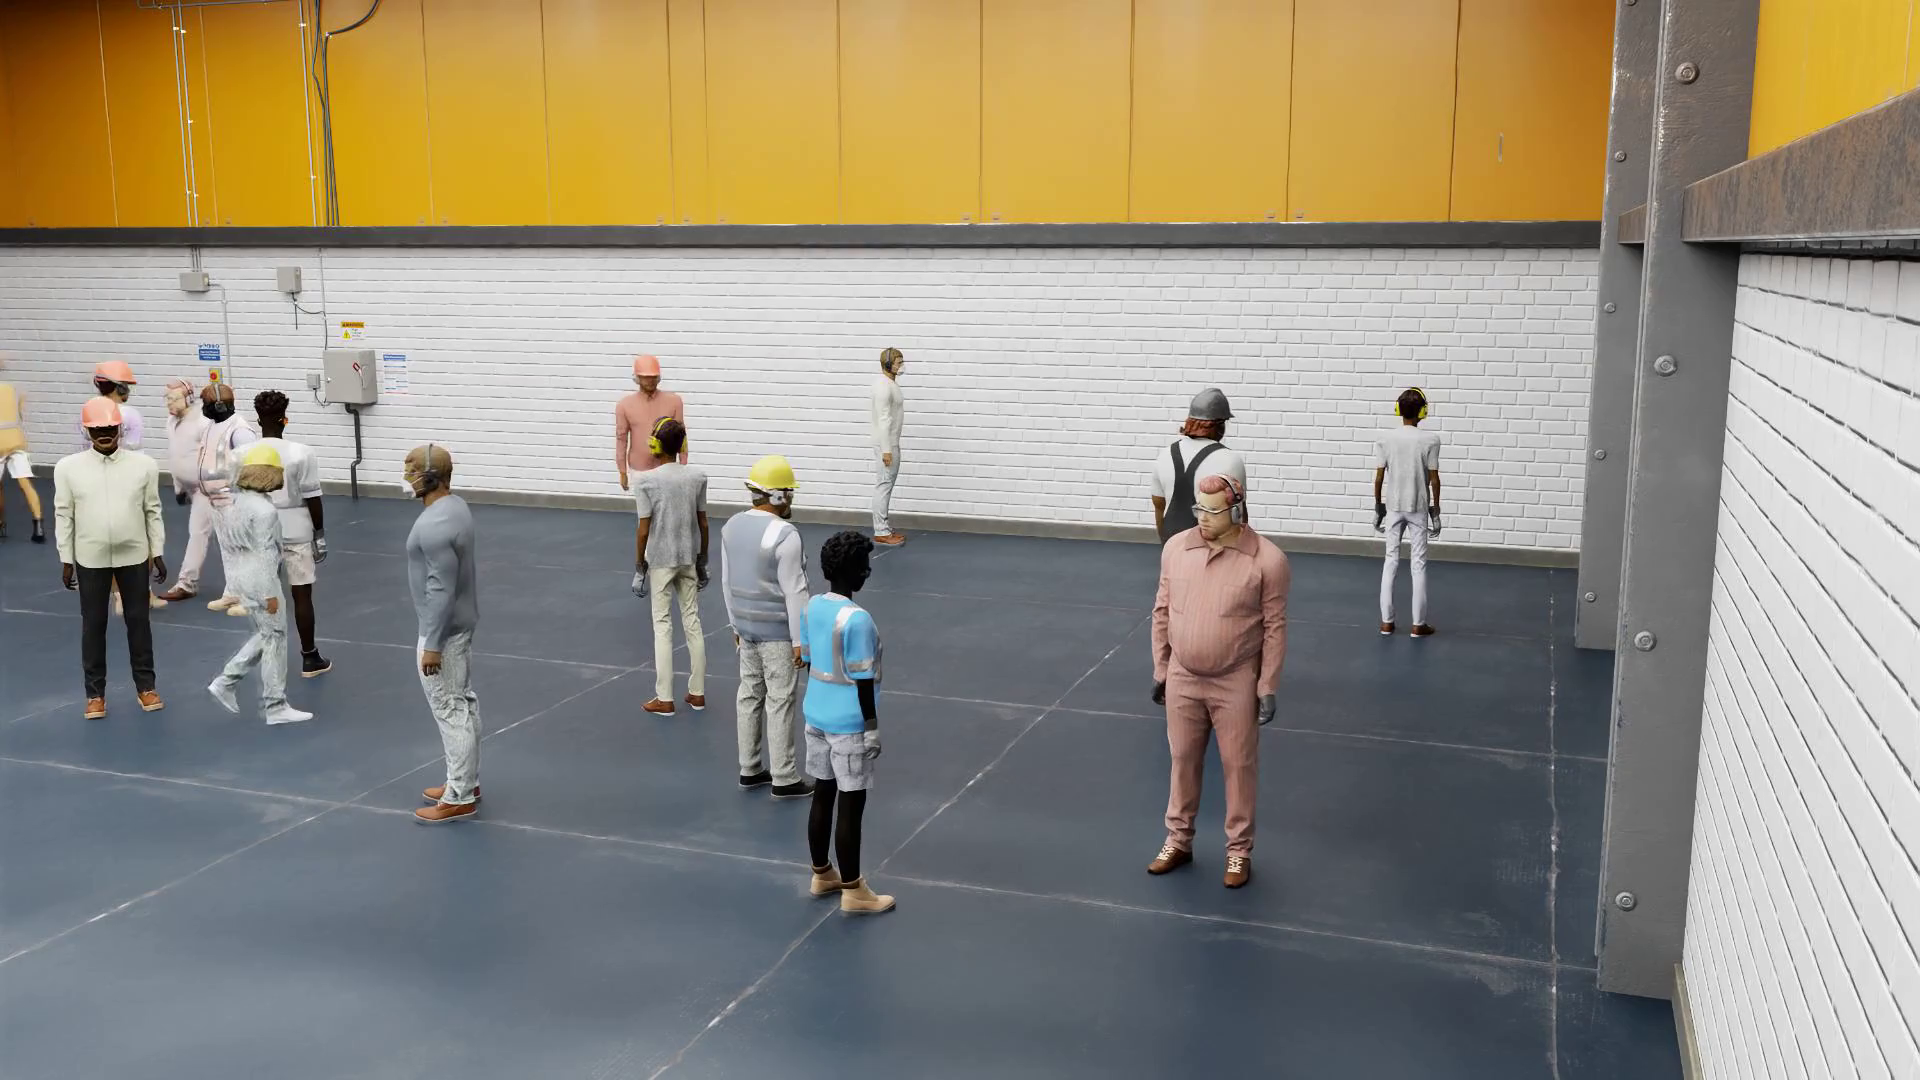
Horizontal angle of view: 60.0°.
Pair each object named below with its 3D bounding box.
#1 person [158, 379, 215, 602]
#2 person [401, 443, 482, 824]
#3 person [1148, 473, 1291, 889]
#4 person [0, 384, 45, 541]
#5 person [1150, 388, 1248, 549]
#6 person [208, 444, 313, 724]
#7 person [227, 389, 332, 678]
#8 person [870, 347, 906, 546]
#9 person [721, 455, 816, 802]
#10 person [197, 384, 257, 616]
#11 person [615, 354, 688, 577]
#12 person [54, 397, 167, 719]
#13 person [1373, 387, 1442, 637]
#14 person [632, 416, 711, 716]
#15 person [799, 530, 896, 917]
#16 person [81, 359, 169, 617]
[{"bbox_3d":[-6.347,-0.455,14.003,0.689,1.835,1.068,8,13,38],"label":"person"},{"bbox_3d":[-2.633,0.469,8.468,0.361,1.937,0.635,-1,10,-8],"label":"person"},{"bbox_3d":[1.159,0.638,7.623,0.636,1.903,0.405,6,12,29],"label":"person"},{"bbox_3d":[-9.425,-0.904,16.420,1.012,1.874,0.557,5,11,26],"label":"person"},{"bbox_3d":[1.567,0.053,10.521,0.536,2.000,0.680,-9,14,-42],"label":"person"},{"bbox_3d":[-4.294,0.283,10.129,0.476,1.713,0.543,-8,13,-39],"label":"person"},{"bbox_3d":[-4.584,-0.035,11.230,0.605,1.966,0.367,-1,10,-3],"label":"person"},{"bbox_3d":[-0.702,-0.915,16.262,0.355,1.937,0.634,0,10,3],"label":"person"},{"bbox_3d":[-0.995,0.463,8.809,0.599,1.827,0.404,10,14,44],"label":"person"},{"bbox_3d":[-5.802,-0.320,13.195,0.634,1.837,0.429,9,13,41],"label":"person"},{"bbox_3d":[-2.719,-0.659,14.698,0.653,1.980,0.462,-3,11,-19],"label":"person"},{"bbox_3d":[-5.276,0.104,10.361,0.610,1.996,0.378,-6,12,-32],"label":"person"},{"bbox_3d":[3.355,-0.207,12.464,0.518,1.874,0.327,6,11,29],"label":"person"},{"bbox_3d":[-1.805,0.167,10.391,0.528,1.861,0.323,-7,12,-36],"label":"person"},{"bbox_3d":[-0.508,0.798,7.307,0.321,1.692,0.530,-6,12,-32],"label":"person"},{"bbox_3d":[-6.566,-0.410,13.142,0.648,2.030,0.517,4,11,23],"label":"person"}]
